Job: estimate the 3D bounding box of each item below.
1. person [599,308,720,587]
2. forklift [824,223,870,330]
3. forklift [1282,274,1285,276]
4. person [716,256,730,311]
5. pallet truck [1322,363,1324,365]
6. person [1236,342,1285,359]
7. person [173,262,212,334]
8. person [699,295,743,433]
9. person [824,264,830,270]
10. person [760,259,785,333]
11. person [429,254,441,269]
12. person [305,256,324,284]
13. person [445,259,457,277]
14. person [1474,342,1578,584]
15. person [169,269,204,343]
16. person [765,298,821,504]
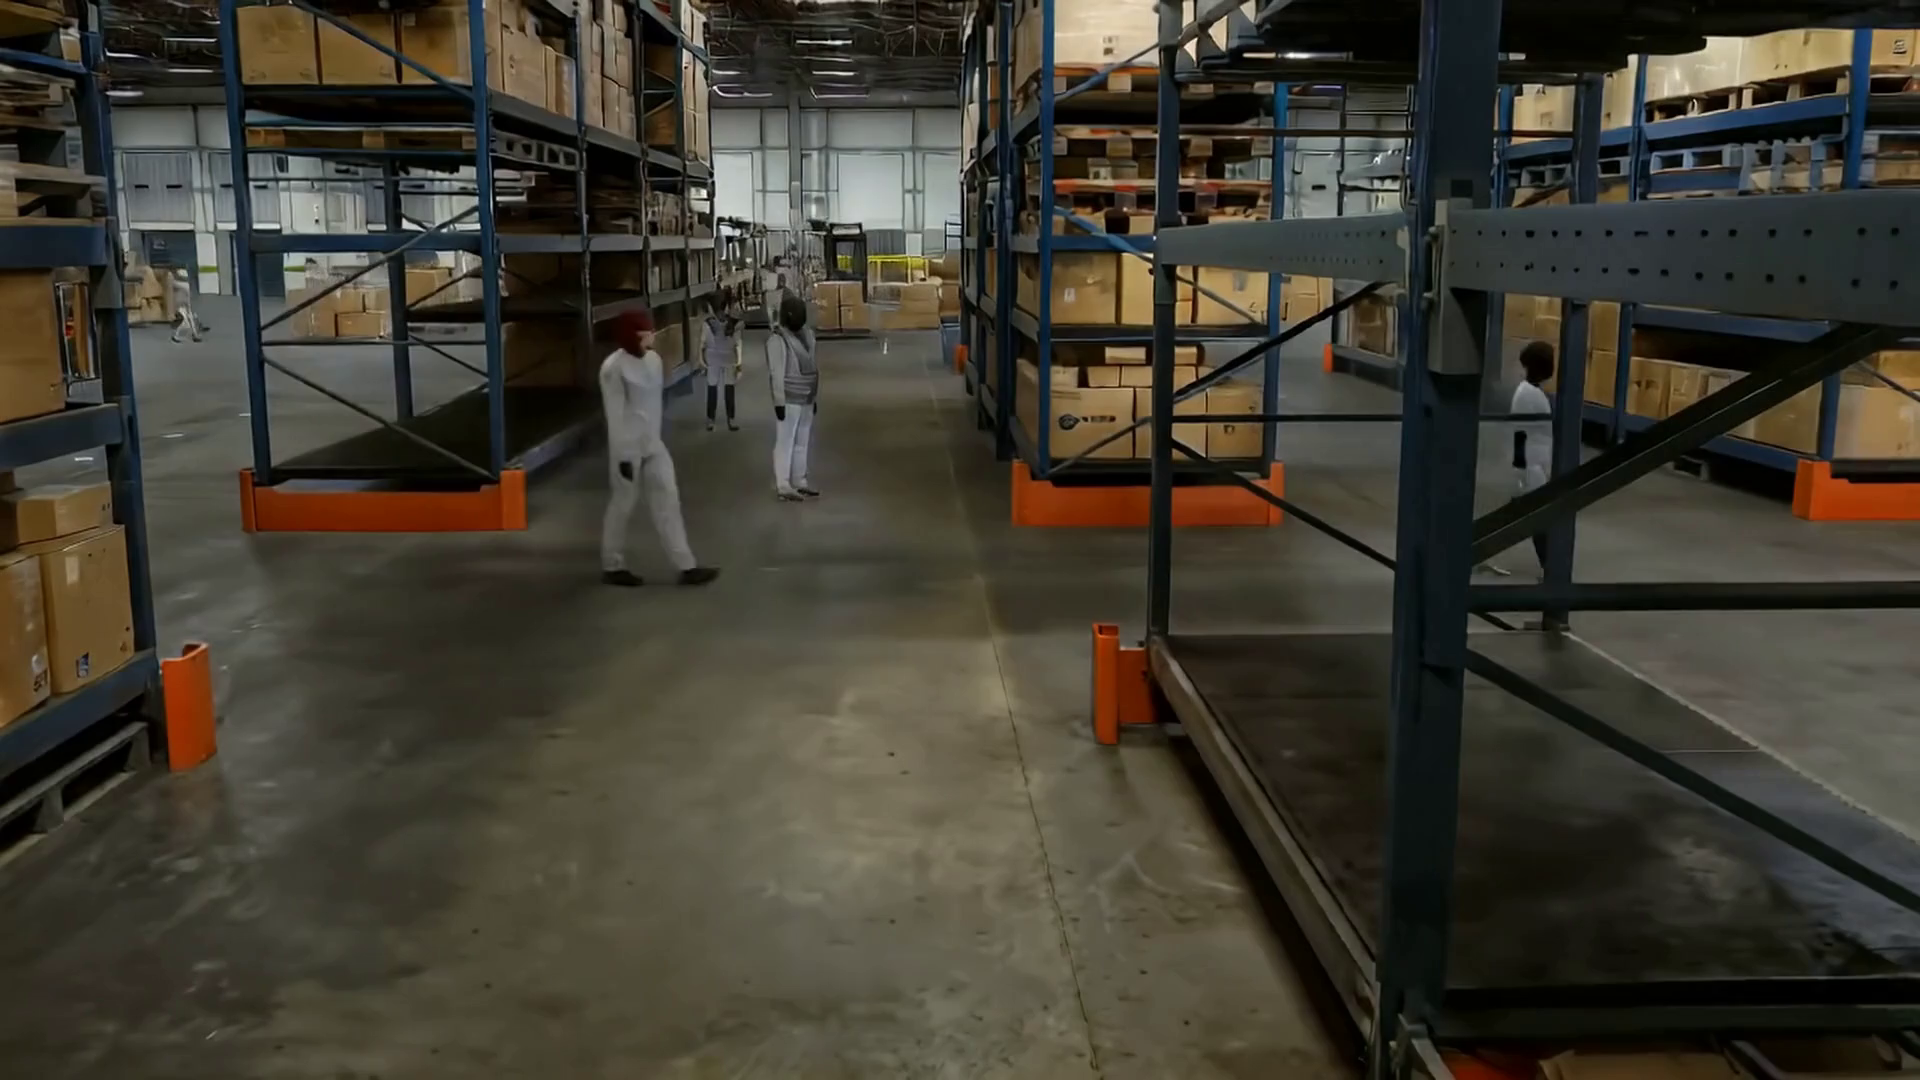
[{"bbox_3d":[-2.060,-0.589,11.123,0.946,1.897,0.656,5,11,27],"label":"person"},{"bbox_3d":[-2.913,-6.757,42.760,1.129,2.768,1.873,0,10,-2],"label":"forklift"},{"bbox_3d":[12.240,-10.302,62.509,1.129,2.768,1.873,0,10,-2],"label":"forklift"},{"bbox_3d":[-7.841,-8.509,55.416,0.687,1.845,1.030,-9,13,-40],"label":"person"},{"bbox_3d":[7.712,-4.157,30.737,1.885,1.965,0.823,3,11,16],"label":"pallet truck"},{"bbox_3d":[6.021,-4.539,33.327,0.923,1.840,0.539,2,10,9],"label":"person"},{"bbox_3d":[-19.726,-6.174,42.499,0.994,1.815,0.537,-7,12,-34],"label":"person"},{"bbox_3d":[-2.936,-2.171,20.511,0.540,1.695,0.317,-4,11,-19],"label":"person"},{"bbox_3d":[-4.219,-8.445,54.823,0.372,1.924,0.594,7,12,33],"label":"person"},{"bbox_3d":[-4.505,-5.819,40.136,0.630,1.945,0.564,1,10,6],"label":"person"},{"bbox_3d":[-17.082,-8.335,54.210,0.369,1.931,0.627,-8,13,-39],"label":"person"},{"bbox_3d":[-19.031,-7.440,49.263,0.670,1.923,0.640,5,11,26],"label":"person"},{"bbox_3d":[-18.885,-9.561,61.687,0.548,1.685,0.452,-10,14,-44],"label":"person"},{"bbox_3d":[3.918,-0.532,11.451,0.713,1.674,0.542,5,11,26],"label":"person"},{"bbox_3d":[-18.057,-5.434,38.628,0.906,1.725,0.530,1,10,5],"label":"person"},{"bbox_3d":[-1.483,-1.255,15.020,0.429,1.840,0.637,5,11,26],"label":"person"}]
